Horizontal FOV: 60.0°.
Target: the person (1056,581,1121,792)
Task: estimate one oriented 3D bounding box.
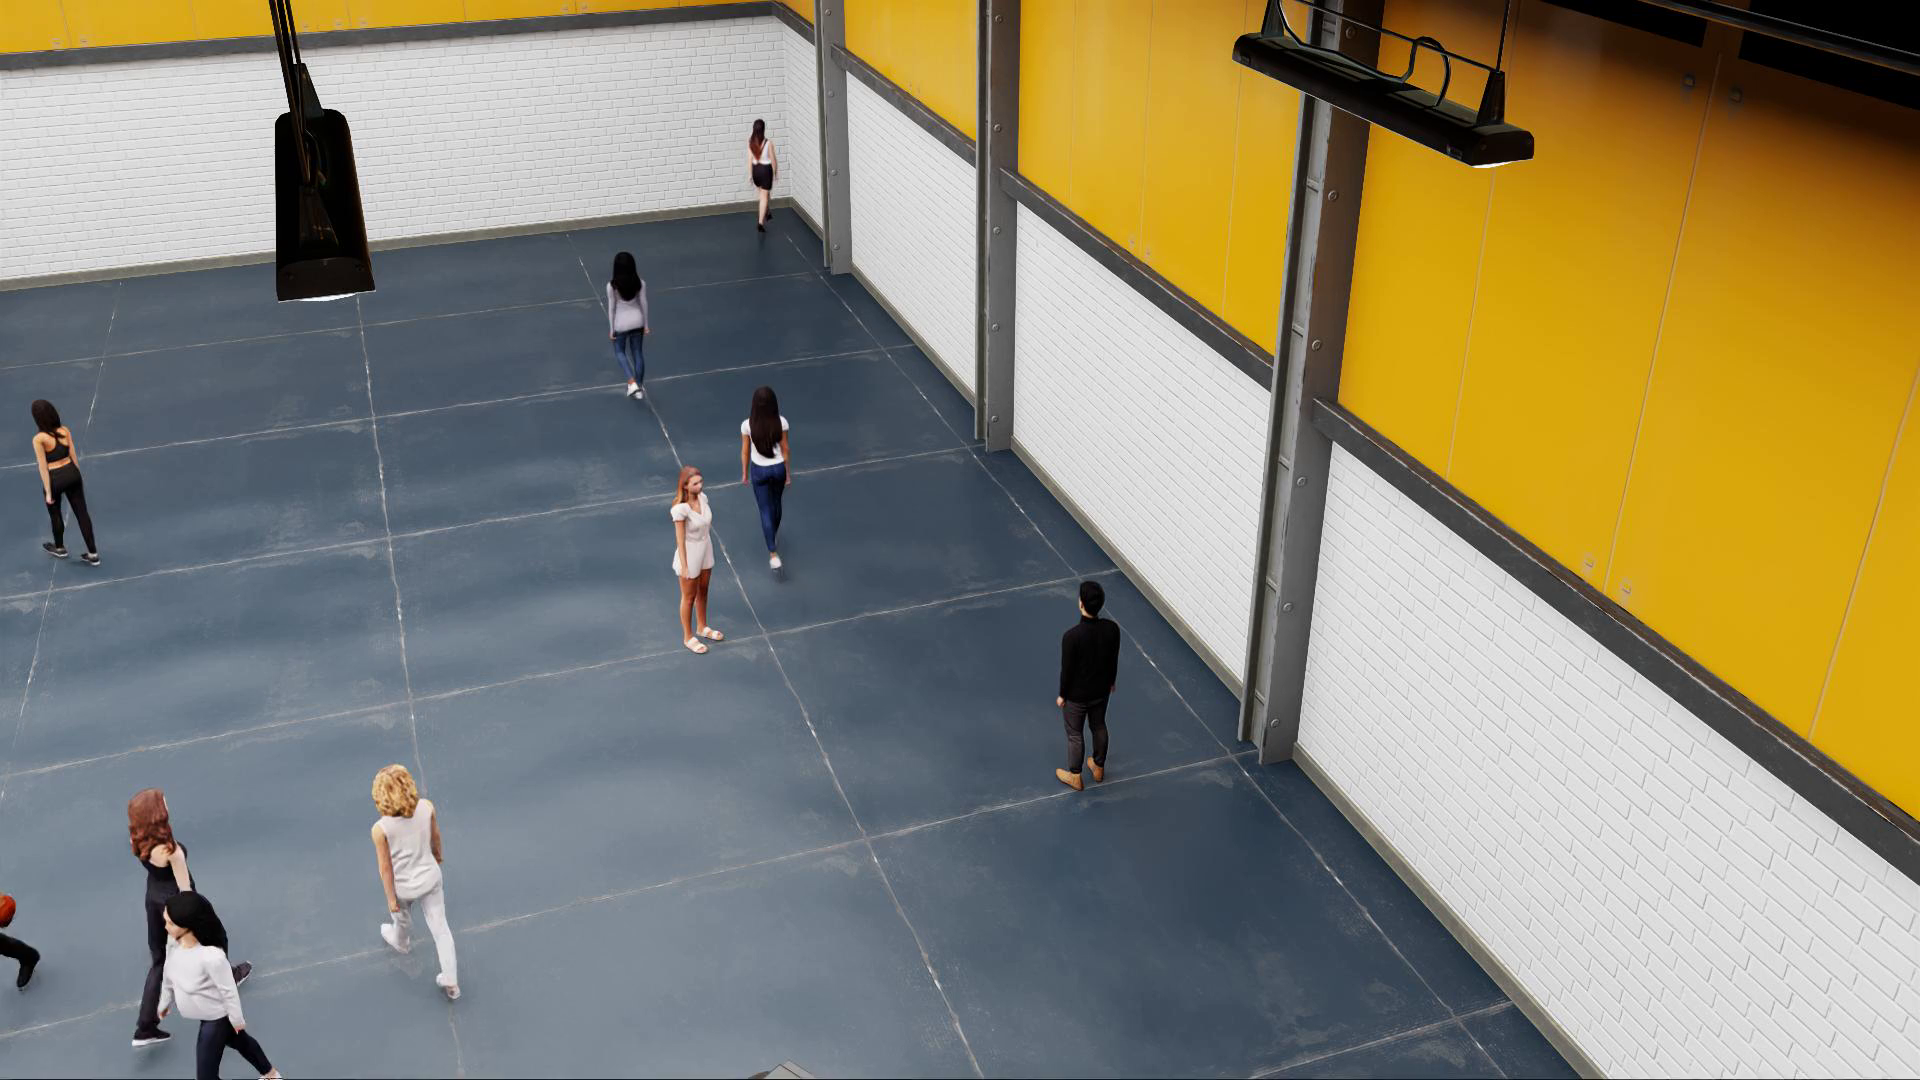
[{"bbox_3d":[0.943,1.078,12.374,0.680,1.722,0.571,-14,32,-24],"label":"person"}]

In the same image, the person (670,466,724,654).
[{"bbox_3d":[-2.262,0.131,14.139,0.724,1.696,0.674,16,32,27],"label":"person"}]

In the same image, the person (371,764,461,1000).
[{"bbox_3d":[-3.389,2.181,10.453,0.879,1.626,1.133,-24,36,-36],"label":"person"}]

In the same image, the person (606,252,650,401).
[{"bbox_3d":[-3.695,-2.365,18.683,0.646,1.726,0.681,-13,31,-23],"label":"person"}]

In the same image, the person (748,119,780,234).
[{"bbox_3d":[-2.865,-5.216,24.038,0.942,1.603,1.117,7,29,12],"label":"person"}]

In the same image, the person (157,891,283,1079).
[{"bbox_3d":[-4.205,2.649,9.552,1.010,1.668,0.981,23,36,35],"label":"person"}]

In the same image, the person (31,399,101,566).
[{"bbox_3d":[-8.239,-0.503,15.376,0.988,1.624,0.899,16,32,26],"label":"person"}]

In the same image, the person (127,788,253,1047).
[{"bbox_3d":[-4.877,2.309,10.132,1.054,1.708,1.169,10,30,18],"label":"person"}]

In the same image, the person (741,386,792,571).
[{"bbox_3d":[-1.758,-0.549,15.338,0.680,1.740,1.147,-7,29,-12],"label":"person"}]
